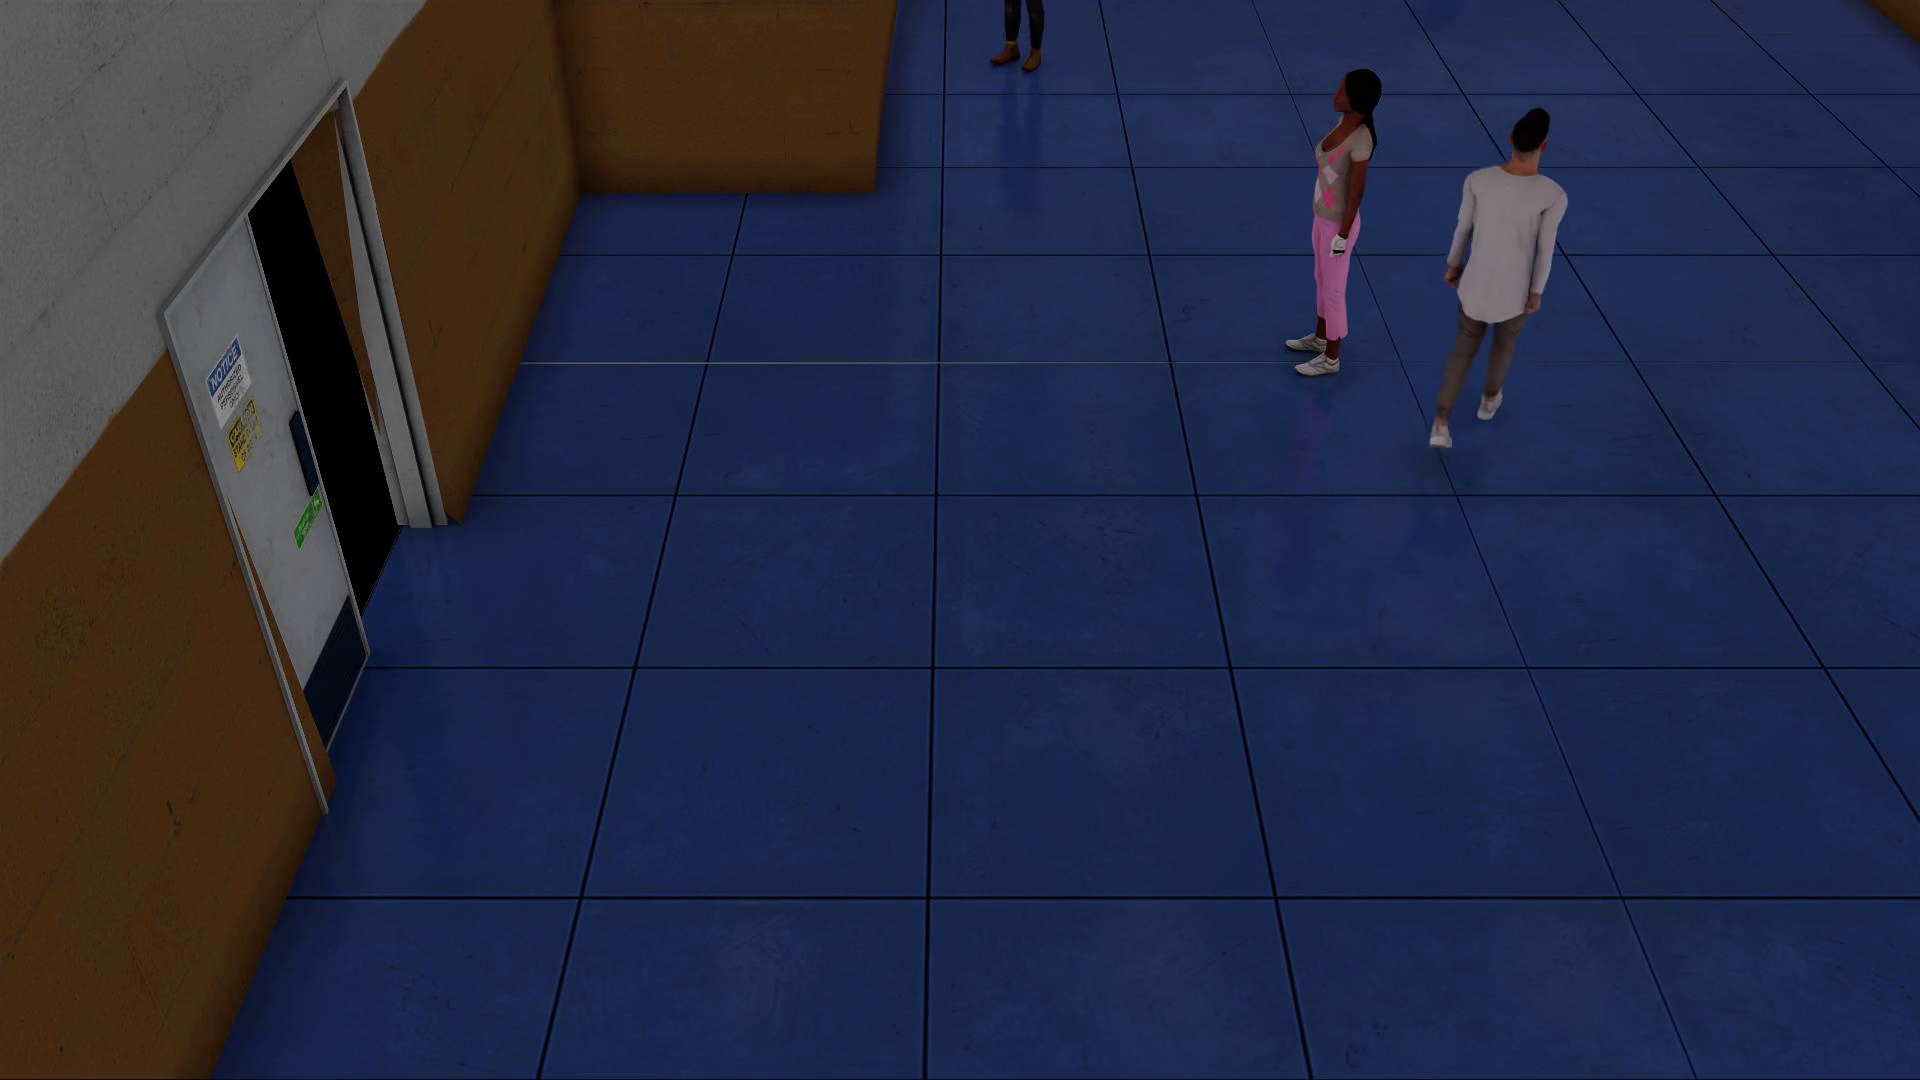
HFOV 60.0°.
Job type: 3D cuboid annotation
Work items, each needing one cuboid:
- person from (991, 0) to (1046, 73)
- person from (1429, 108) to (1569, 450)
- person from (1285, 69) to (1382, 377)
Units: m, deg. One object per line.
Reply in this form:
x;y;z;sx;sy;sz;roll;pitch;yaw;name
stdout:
0.498;-4.498;12.774;0.680;1.717;0.769;24;43;28;person
2.682;-1.263;8.386;1.176;1.810;1.093;18;41;23;person
2.051;-1.720;9.051;0.505;1.742;0.581;-1;37;-2;person
